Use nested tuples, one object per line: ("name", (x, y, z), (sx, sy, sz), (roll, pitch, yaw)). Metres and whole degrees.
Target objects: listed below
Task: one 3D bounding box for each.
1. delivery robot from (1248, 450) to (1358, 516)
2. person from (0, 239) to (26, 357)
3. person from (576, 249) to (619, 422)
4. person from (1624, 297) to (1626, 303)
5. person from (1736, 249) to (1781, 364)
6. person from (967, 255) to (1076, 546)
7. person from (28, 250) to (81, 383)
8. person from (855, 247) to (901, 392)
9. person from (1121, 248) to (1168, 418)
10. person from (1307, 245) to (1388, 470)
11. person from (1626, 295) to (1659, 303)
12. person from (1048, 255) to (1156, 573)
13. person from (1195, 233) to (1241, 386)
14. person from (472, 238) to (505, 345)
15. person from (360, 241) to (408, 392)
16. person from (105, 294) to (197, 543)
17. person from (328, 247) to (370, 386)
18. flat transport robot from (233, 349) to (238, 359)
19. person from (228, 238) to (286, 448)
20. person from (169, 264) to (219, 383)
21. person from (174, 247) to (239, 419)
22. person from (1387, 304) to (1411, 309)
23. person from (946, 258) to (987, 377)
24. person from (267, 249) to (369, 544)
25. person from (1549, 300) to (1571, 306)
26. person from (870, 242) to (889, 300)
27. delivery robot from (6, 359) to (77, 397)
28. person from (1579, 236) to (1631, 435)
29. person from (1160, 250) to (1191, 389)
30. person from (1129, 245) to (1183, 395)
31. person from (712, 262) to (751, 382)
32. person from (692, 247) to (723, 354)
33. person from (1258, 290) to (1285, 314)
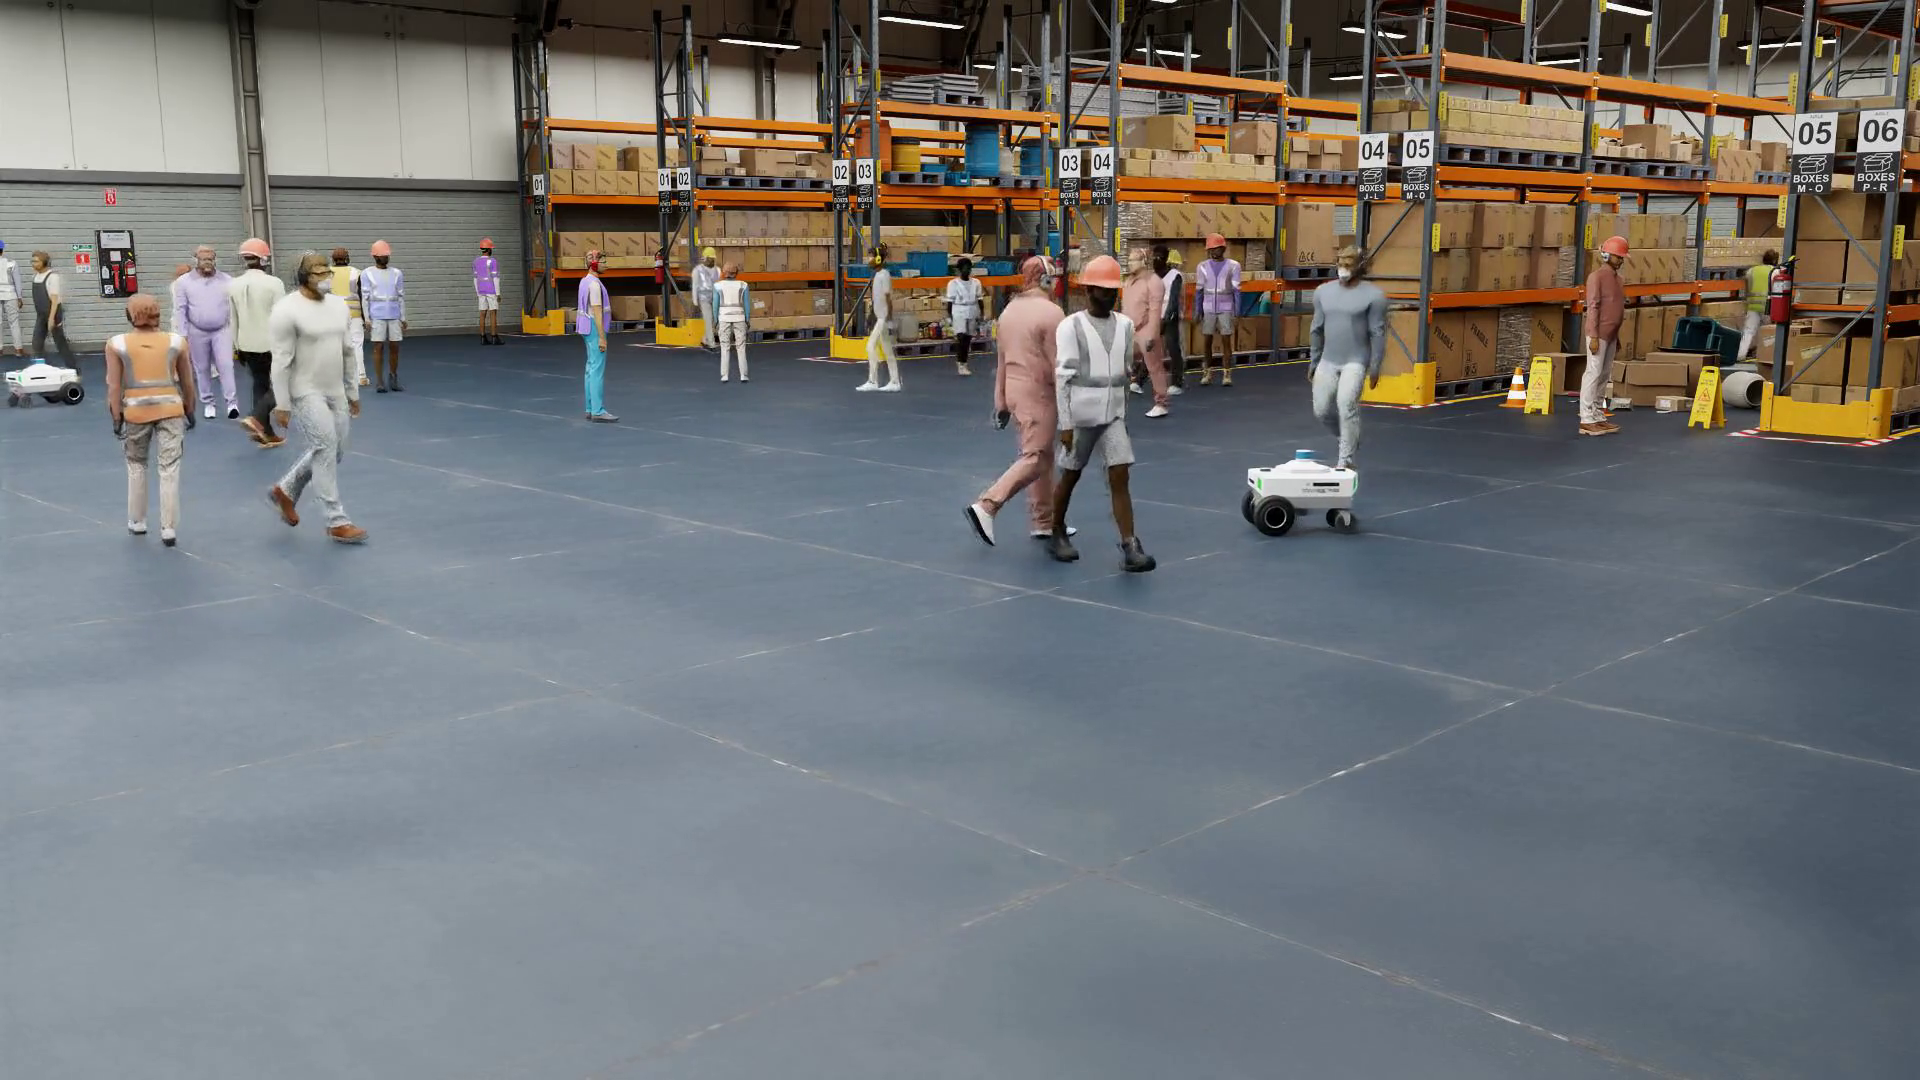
("delivery robot", (2.345, -0.374, 11.384), (0.707, 0.478, 0.477), (0, 10, -2))
("person", (-15.884, -4.017, 27.585), (0.602, 1.949, 0.387), (-5, 11, -24))
("person", (-3.959, -2.216, 18.040), (0.380, 1.845, 0.570), (-4, 11, -23))
("person", (12.002, -4.331, 30.235), (0.678, 1.613, 0.508), (-6, 12, -30))
("person", (11.951, -3.432, 24.805), (0.935, 1.809, 0.620), (-10, 14, -43))
("person", (0.413, -0.901, 10.796), (0.840, 1.877, 0.635), (-5, 12, -26))
("person", (-12.286, -2.975, 22.319), (0.522, 1.798, 0.871), (5, 12, 27))
("person", (-1.096, -2.820, 21.328), (0.756, 1.841, 0.560), (-2, 11, -12))
("person", (1.919, -2.249, 18.189), (0.980, 1.850, 0.669), (-7, 13, -34))
("person", (3.154, -1.427, 13.528), (0.645, 1.922, 0.535), (8, 13, 38))
("person", (11.523, -4.095, 28.123), (0.589, 1.902, 0.555), (9, 14, 42))
("person", (0.820, -0.758, 9.999), (0.574, 1.879, 1.023), (-5, 12, -26))
("person", (3.451, -3.080, 22.263), (0.621, 2.029, 0.410), (4, 11, 21))
("person", (-8.684, -4.570, 30.630), (0.543, 1.938, 0.357), (4, 11, 23))
("person", (-7.437, -2.881, 21.503), (0.556, 1.942, 0.525), (-7, 13, -35))
("person", (-5.335, -0.811, 10.999), (0.539, 1.611, 0.725), (-6, 12, -28))
("person", (-8.240, -2.996, 22.304), (0.626, 1.846, 0.429), (-1, 10, -7))
("flat transport robot", (-11.425, -3.118, 27.373), (0.652, 0.197, 1.431), (5, 11, 25))
("person", (-6.591, -1.837, 15.624), (0.631, 1.973, 0.571), (3, 11, 18))
("person", (-10.564, -2.967, 22.811), (0.524, 1.597, 0.825), (3, 11, 15))
("person", (-8.165, -2.235, 18.094), (0.657, 1.862, 0.953), (-5, 12, -26))
("person", (6.478, -3.366, 24.989), (0.832, 1.599, 0.494), (-9, 14, -40))
("person", (0.112, -3.158, 23.655), (0.552, 1.673, 0.674), (-6, 12, -31))
("person", (-4.299, -0.952, 10.966), (0.815, 1.919, 0.638), (4, 11, 21))
("person", (10.387, -4.175, 28.500), (0.794, 1.920, 0.633), (-9, 14, -40))
("person", (-1.471, -4.640, 31.197), (0.536, 1.869, 0.314), (8, 13, 37))
("delivery robot", (-10.917, -1.912, 19.769), (0.477, 0.478, 0.707), (7, 12, 34))
("person", (6.548, -2.071, 16.872), (0.393, 1.985, 0.611), (10, 14, 43))
("person", (2.735, -2.847, 21.588), (0.596, 1.810, 0.682), (-4, 11, -22))
("person", (2.483, -2.734, 20.794), (0.954, 1.869, 0.587), (-9, 14, -41))
("person", (-3.128, -2.985, 22.800), (0.523, 1.638, 0.311), (-2, 11, -9))
("person", (-4.322, -4.111, 28.564), (0.605, 1.808, 0.792), (-10, 14, -43))
("person", (5.457, -4.216, 29.186), (0.365, 1.763, 0.555), (-8, 13, -37))
